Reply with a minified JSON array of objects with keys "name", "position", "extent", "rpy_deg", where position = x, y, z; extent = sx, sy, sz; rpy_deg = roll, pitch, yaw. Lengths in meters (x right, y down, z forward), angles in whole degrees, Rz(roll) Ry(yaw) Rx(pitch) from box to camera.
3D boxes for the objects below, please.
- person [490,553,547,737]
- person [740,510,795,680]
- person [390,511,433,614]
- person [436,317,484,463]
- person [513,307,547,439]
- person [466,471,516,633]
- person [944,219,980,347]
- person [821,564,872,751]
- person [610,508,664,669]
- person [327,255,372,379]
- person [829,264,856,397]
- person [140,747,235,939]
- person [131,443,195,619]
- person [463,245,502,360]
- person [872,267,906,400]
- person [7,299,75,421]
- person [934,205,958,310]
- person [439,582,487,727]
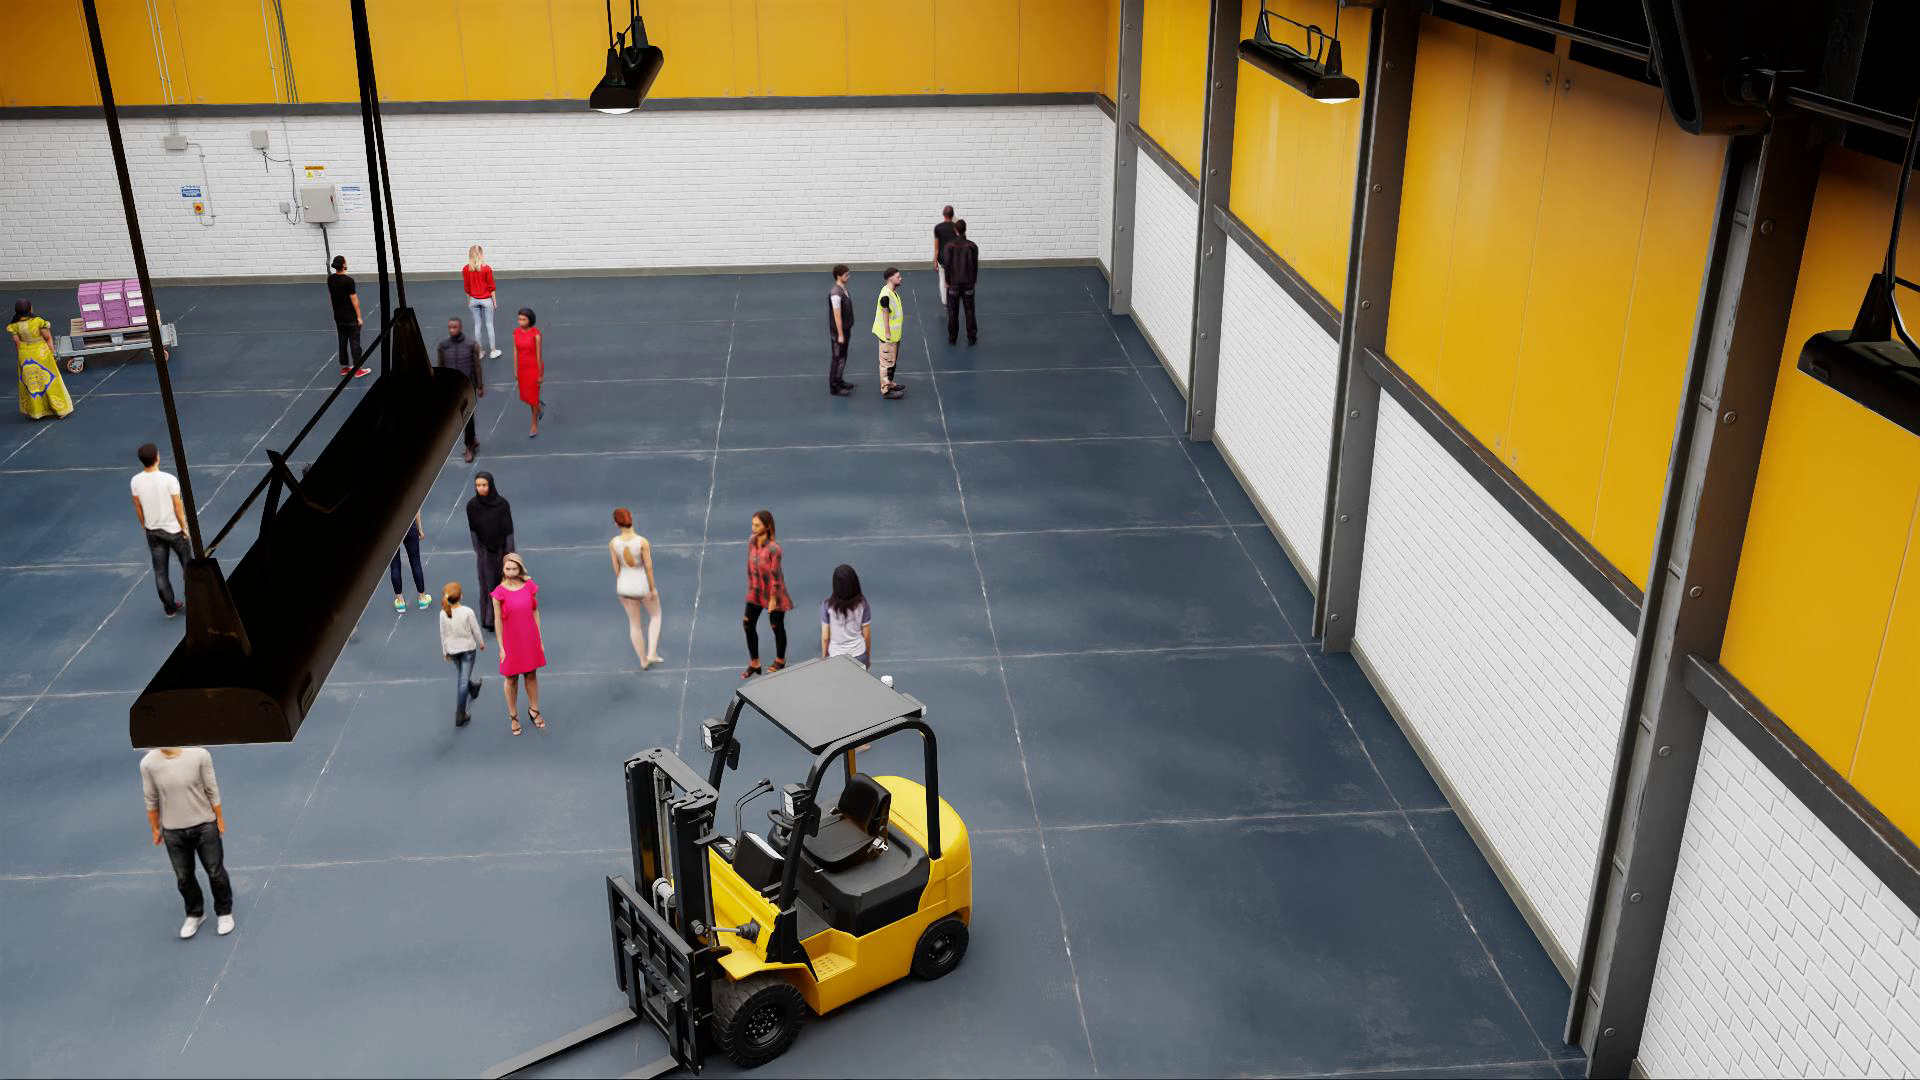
[{"name":"person","position":[-3.859,0.886,14.566],"extent":[0.655,1.726,0.676],"rpy_deg":[-15,28,-31]},{"name":"person","position":[-1.738,0.486,15.531],"extent":[0.847,1.686,0.906],"rpy_deg":[19,30,37]},{"name":"person","position":[-5.669,-0.092,16.827],"extent":[0.633,1.707,0.583],"rpy_deg":[-6,24,-14]},{"name":"person","position":[-6.231,-1.914,20.838],"extent":[0.738,1.832,0.747],"rpy_deg":[1,24,2]},{"name":"person","position":[-5.538,-2.195,21.614],"extent":[0.721,1.726,0.848],"rpy_deg":[7,24,15]},{"name":"person","position":[-4.627,0.045,16.642],"extent":[0.619,1.605,1.076],"rpy_deg":[-3,24,-7]},{"name":"person","position":[0.017,-3.928,25.347],"extent":[0.688,1.911,0.566],"rpy_deg":[-1,24,-2]},{"name":"person","position":[-0.968,1.018,14.260],"extent":[0.613,1.730,0.560],"rpy_deg":[-6,24,-13]},{"name":"person","position":[-3.073,0.496,15.590],"extent":[0.609,1.620,0.628],"rpy_deg":[3,24,6]},{"name":"person","position":[-8.830,-3.219,23.920],"extent":[0.697,1.755,0.690],"rpy_deg":[9,25,20]},{"name":"person","position":[-1.685,-2.940,23.174],"extent":[0.763,1.842,0.615],"rpy_deg":[3,24,7]},{"name":"person","position":[-5.516,2.008,11.899],"extent":[0.673,1.806,0.593],"rpy_deg":[-7,25,-15]},{"name":"person","position":[-8.016,-0.071,16.680],"extent":[0.651,1.786,0.922],"rpy_deg":[-2,24,-5]},{"name":"person","position":[-7.118,-3.544,24.726],"extent":[0.637,1.704,0.532],"rpy_deg":[0,24,1]},{"name":"person","position":[-0.968,-2.884,23.046],"extent":[0.787,1.842,0.663],"rpy_deg":[1,24,2]},{"name":"person","position":[-12.331,-2.420,22.211],"extent":[0.894,1.661,0.822],"rpy_deg":[-6,24,-13]},{"name":"person","position":[-0.171,-4.436,26.692],"extent":[0.705,1.765,1.230],"rpy_deg":[-1,24,-2]},{"name":"person","position":[-4.453,1.033,14.783],"extent":[0.590,1.282,0.957],"rpy_deg":[2,24,5]}]
